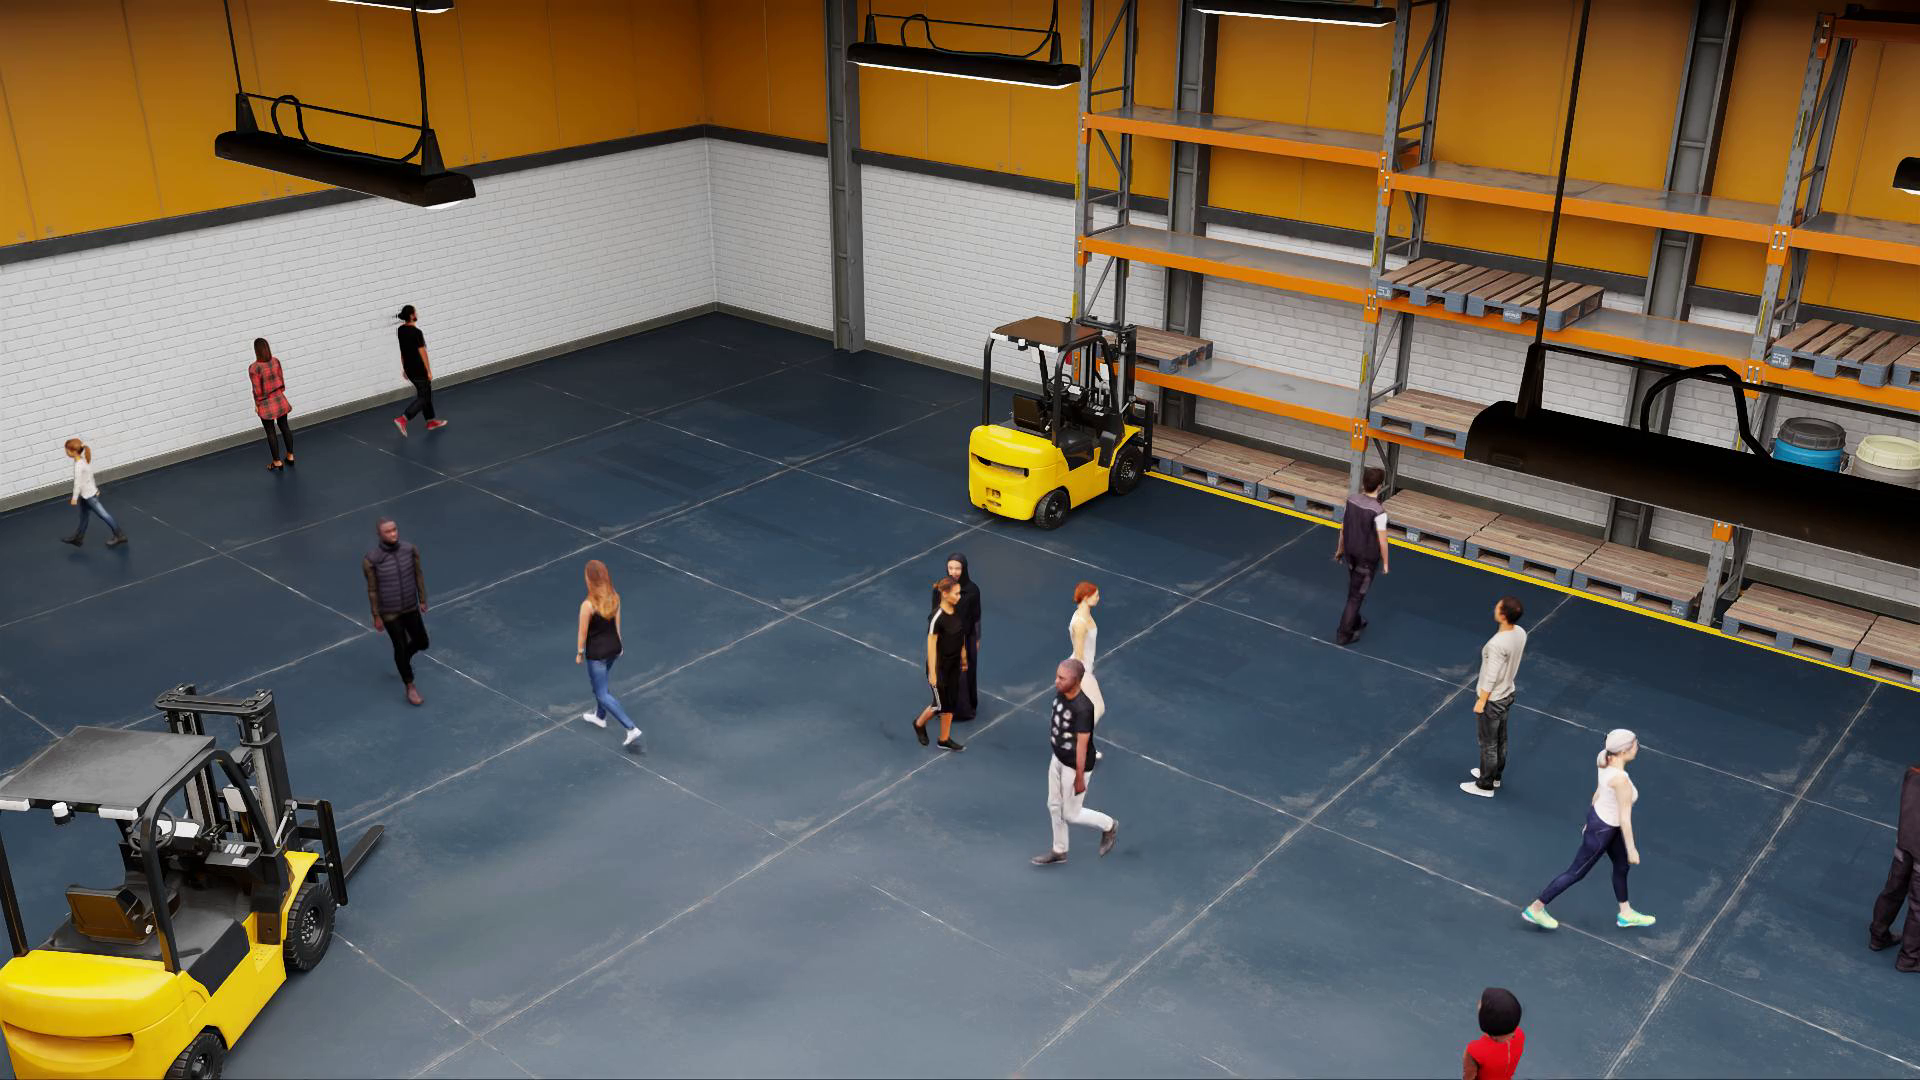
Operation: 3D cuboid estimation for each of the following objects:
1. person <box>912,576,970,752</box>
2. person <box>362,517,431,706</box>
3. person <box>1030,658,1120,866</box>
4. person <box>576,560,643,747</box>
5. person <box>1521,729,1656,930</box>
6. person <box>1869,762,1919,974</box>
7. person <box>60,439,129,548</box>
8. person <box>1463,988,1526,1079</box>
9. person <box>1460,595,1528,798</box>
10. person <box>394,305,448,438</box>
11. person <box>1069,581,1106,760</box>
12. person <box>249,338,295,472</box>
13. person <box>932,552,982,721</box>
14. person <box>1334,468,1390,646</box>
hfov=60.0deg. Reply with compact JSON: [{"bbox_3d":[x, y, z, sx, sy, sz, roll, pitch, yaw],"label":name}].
[{"bbox_3d":[-0.205,1.068,14.484,0.750,1.650,0.644,14,27,30],"label":"person"},{"bbox_3d":[-5.194,0.616,15.301,0.770,1.824,0.902,-20,30,-38],"label":"person"},{"bbox_3d":[0.933,1.722,12.816,0.961,1.788,0.996,-10,26,-22],"label":"person"},{"bbox_3d":[-3.083,1.011,14.558,1.076,1.695,0.701,13,27,27],"label":"person"},{"bbox_3d":[4.549,2.143,12.017,1.268,1.657,1.024,3,24,8],"label":"person"},{"bbox_3d":[6.781,2.180,11.705,0.853,1.838,0.748,-5,24,-12],"label":"person"},{"bbox_3d":[-9.626,-0.502,18.532,0.840,1.284,0.889,-7,25,-15],"label":"person"},{"bbox_3d":[3.002,3.298,9.297,0.851,1.719,1.031,-9,25,-19],"label":"person"},{"bbox_3d":[4.461,1.282,13.794,0.536,1.812,0.641,20,30,37],"label":"person"},{"bbox_3d":[-7.188,-2.198,21.842,0.982,1.741,0.713,20,31,38],"label":"person"},{"bbox_3d":[0.965,1.126,14.380,0.747,1.629,0.699,3,24,7],"label":"person"},{"bbox_3d":[-8.601,-1.710,20.772,0.603,1.704,0.647,13,27,27],"label":"person"},{"bbox_3d":[-0.024,0.856,15.015,0.692,1.614,0.774,2,24,5],"label":"person"},{"bbox_3d":[3.857,0.194,16.258,0.856,1.831,0.797,-16,28,-32],"label":"person"}]
